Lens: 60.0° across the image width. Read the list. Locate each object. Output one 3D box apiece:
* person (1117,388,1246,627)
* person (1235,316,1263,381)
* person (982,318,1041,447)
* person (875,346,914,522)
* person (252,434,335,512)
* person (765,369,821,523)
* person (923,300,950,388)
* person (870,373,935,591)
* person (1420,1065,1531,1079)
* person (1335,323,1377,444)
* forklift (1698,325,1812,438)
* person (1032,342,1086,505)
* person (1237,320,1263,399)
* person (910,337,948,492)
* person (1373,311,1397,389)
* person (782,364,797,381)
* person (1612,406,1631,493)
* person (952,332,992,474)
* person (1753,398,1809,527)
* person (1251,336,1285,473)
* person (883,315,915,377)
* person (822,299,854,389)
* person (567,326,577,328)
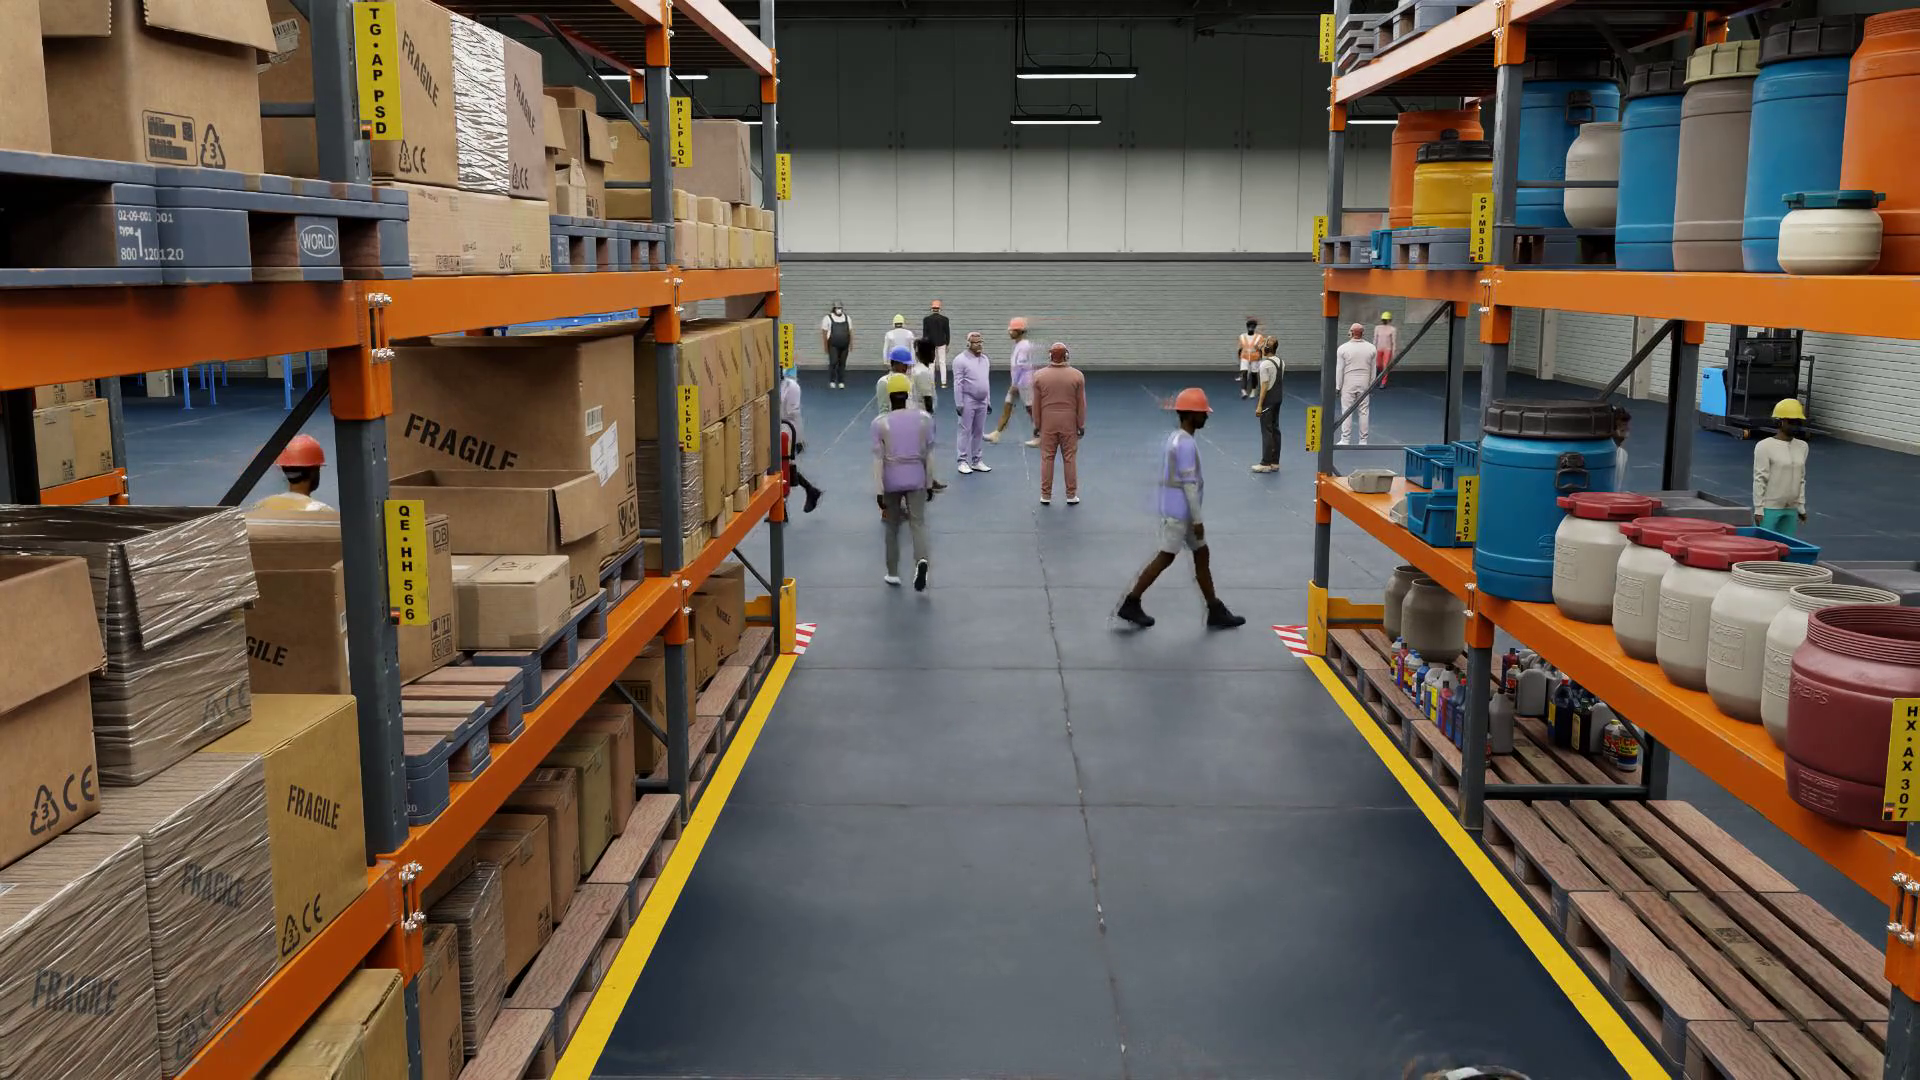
[{"bbox_3d":[1.717,-0.246,13.014,1.010,1.895,0.563,1,10,5],"label":"person"},{"bbox_3d":[7.175,-4.625,40.147,0.922,1.582,0.532,2,10,9],"label":"person"},{"bbox_3d":[0.851,-2.435,25.779,1.053,1.984,0.617,-2,10,-13],"label":"person"},{"bbox_3d":[-0.691,-1.174,18.382,0.395,1.940,0.601,5,11,27],"label":"person"},{"bbox_3d":[-3.682,0.389,9.120,0.550,1.914,0.762,2,10,14],"label":"person"},{"bbox_3d":[-1.905,-1.151,18.353,0.577,1.907,0.664,9,13,44],"label":"person"},{"bbox_3d":[-0.543,-4.460,37.893,0.612,1.995,0.393,0,9,-3],"label":"person"},{"bbox_3d":[-0.484,-0.507,14.514,0.596,1.901,0.794,-2,10,-15],"label":"person"},{"bbox_3d":[0.644,1.574,2.059,0.660,1.888,0.992,-1,10,-8],"label":"person"},{"bbox_3d":[6.120,-2.396,25.785,0.641,1.913,0.408,-1,10,-6],"label":"person"},{"bbox_3d":[13.248,-3.165,27.620,1.129,2.768,1.873,0,9,1],"label":"forklift"},{"bbox_3d":[1.171,-1.375,19.670,0.641,1.913,0.407,1,10,6],"label":"person"},{"bbox_3d":[6.071,-3.778,34.827,0.565,1.645,0.897,2,10,14],"label":"person"},{"bbox_3d":[-0.552,-1.552,20.644,0.757,1.940,0.614,-1,10,-8],"label":"person"},{"bbox_3d":[9.652,-4.319,37.759,0.549,1.750,0.519,7,12,34],"label":"person"},{"bbox_3d":[-2.675,-2.151,24.950,0.535,1.700,0.318,7,12,35],"label":"person"},{"bbox_3d":[4.618,-0.042,11.918,0.504,1.826,0.804,-3,10,-15],"label":"person"},{"bbox_3d":[0.196,-1.873,22.658,0.639,1.911,0.406,-9,13,-43],"label":"person"},{"bbox_3d":[6.599,-0.256,13.395,0.525,1.772,0.304,-4,10,-21],"label":"person"},{"bbox_3d":[4.225,-1.857,22.754,0.345,1.846,0.507,8,12,40],"label":"person"},{"bbox_3d":[-1.253,-3.604,33.331,0.621,1.801,0.821,-2,10,-14],"label":"person"},{"bbox_3d":[-2.720,-4.415,37.620,0.684,2.000,0.661,-4,10,-23],"label":"person"},{"bbox_3d":[-9.022,-4.590,39.017,0.877,1.879,0.708,7,12,37],"label":"person"}]
